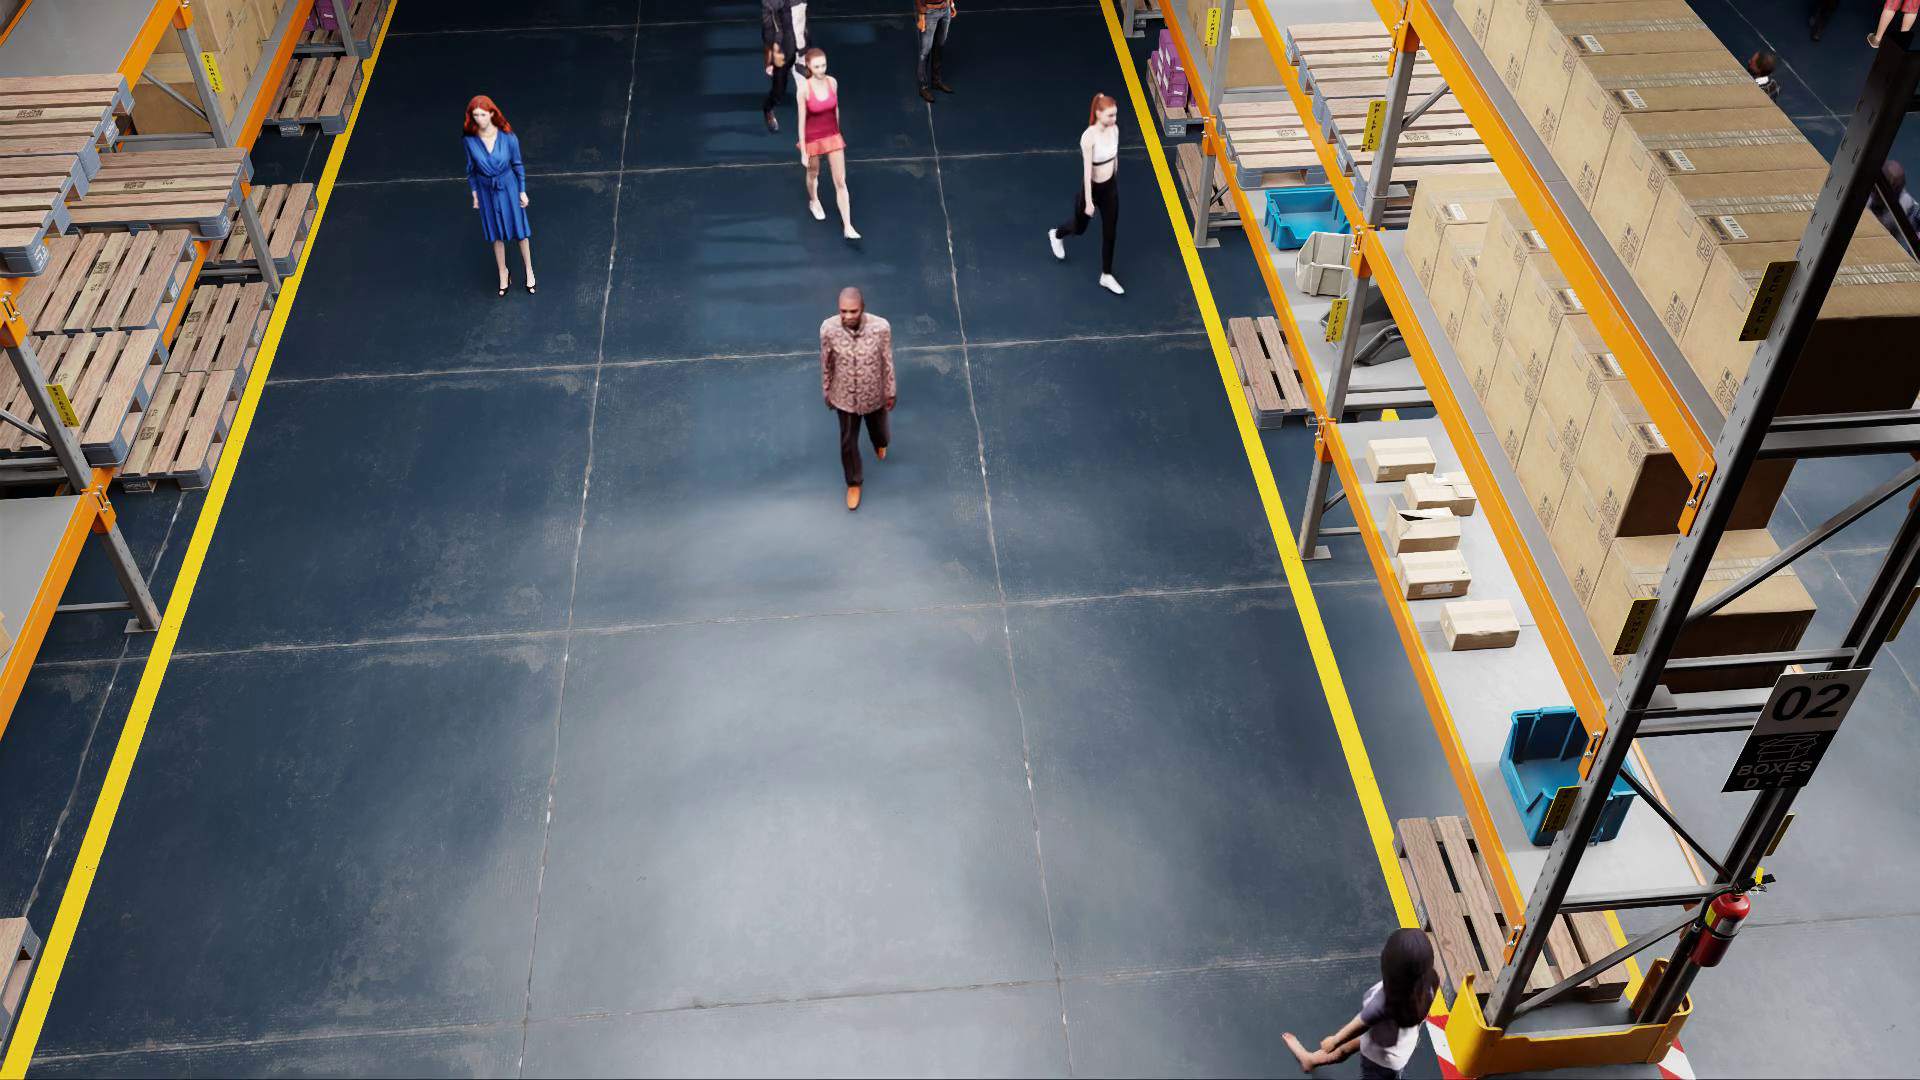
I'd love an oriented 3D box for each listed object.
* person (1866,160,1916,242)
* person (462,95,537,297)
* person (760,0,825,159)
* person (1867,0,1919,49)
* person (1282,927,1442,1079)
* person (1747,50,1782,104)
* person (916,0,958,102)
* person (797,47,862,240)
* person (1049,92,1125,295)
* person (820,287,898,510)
[{"bbox_3d":[7.252,-2.303,13.363,0.732,1.584,0.832,2,44,2],"label":"person"},{"bbox_3d":[-3.795,-2.842,13.752,0.603,1.828,0.555,-3,44,-3],"label":"person"},{"bbox_3d":[-1.644,-4.550,15.527,1.040,1.853,1.307,-21,47,-21],"label":"person"},{"bbox_3d":[9.778,-5.833,17.021,0.671,1.650,0.671,16,46,16],"label":"person"},{"bbox_3d":[2.158,2.558,8.206,1.167,1.659,1.054,34,53,30],"label":"person"},{"bbox_3d":[6.760,-3.272,14.241,0.974,1.777,1.285,-20,47,-20],"label":"person"},{"bbox_3d":[-0.253,-5.177,16.239,0.744,1.779,0.710,34,53,31],"label":"person"},{"bbox_3d":[-1.245,-3.520,14.547,0.844,1.713,1.165,-18,47,-18],"label":"person"},{"bbox_3d":[1.078,-2.933,13.927,0.972,1.719,1.182,-28,50,-26],"label":"person"},{"bbox_3d":[-0.711,-1.100,11.955,0.714,1.786,0.935,-1,44,-1],"label":"person"}]
